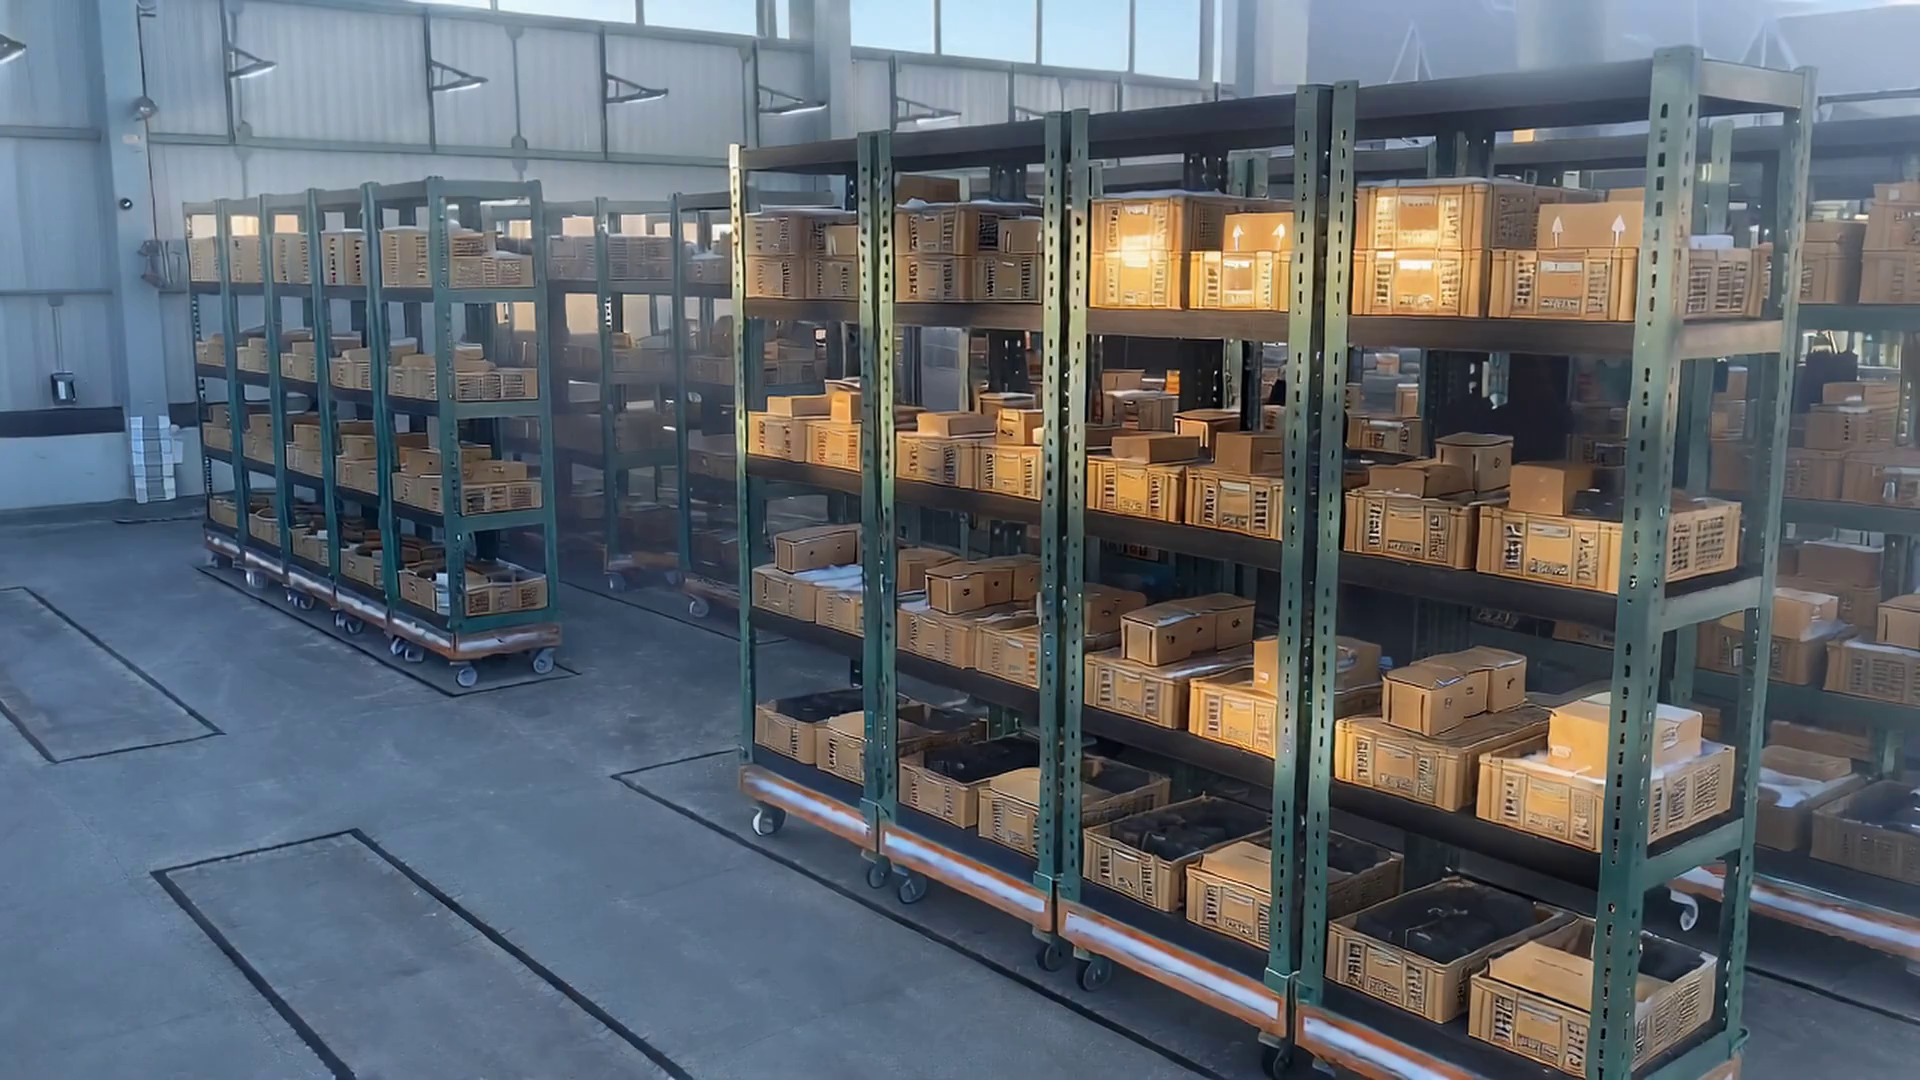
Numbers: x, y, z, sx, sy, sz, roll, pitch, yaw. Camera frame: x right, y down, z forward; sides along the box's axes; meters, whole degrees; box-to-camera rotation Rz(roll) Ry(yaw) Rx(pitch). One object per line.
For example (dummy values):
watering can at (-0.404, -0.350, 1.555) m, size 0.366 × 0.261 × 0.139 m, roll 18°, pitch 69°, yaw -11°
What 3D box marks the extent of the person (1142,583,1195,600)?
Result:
person at (1.961, -0.426, 14.705) m, size 0.740 × 2.024 × 0.643 m, roll -6°, pitch 11°, yaw -34°
